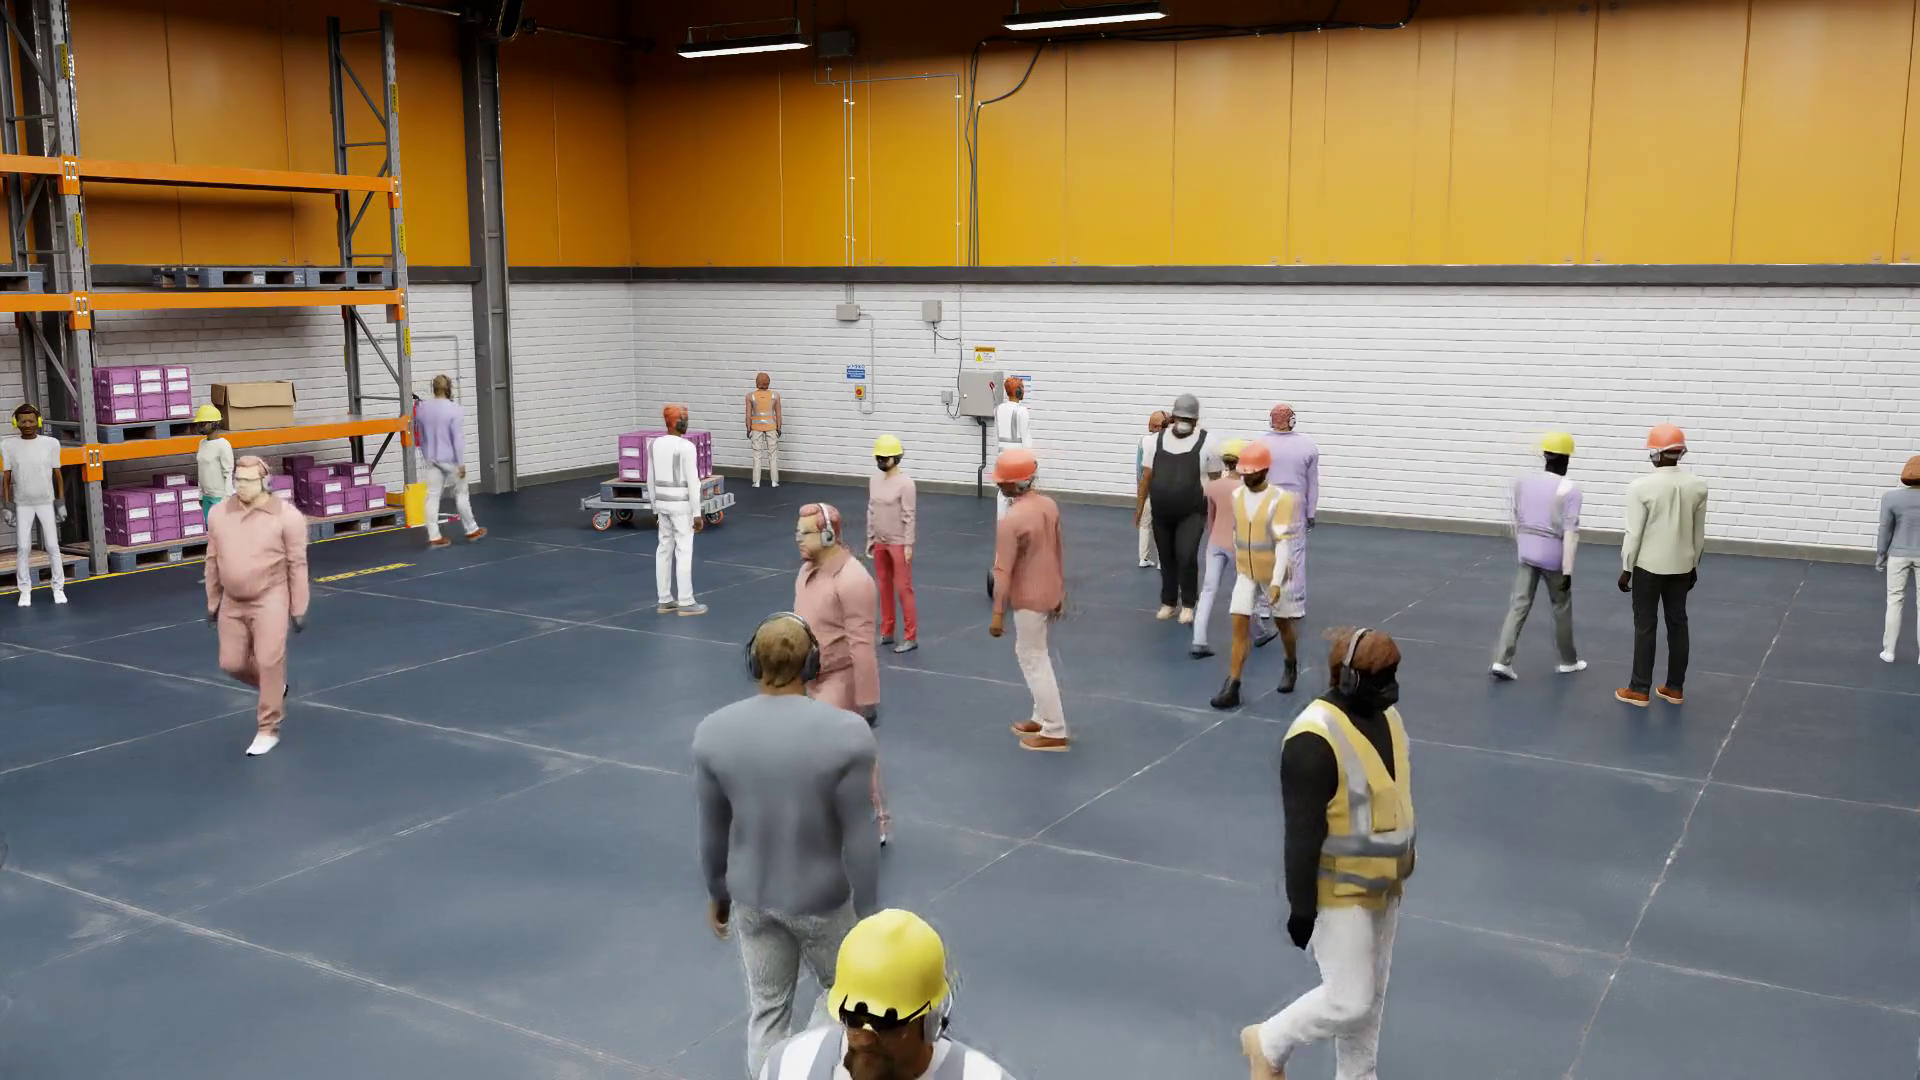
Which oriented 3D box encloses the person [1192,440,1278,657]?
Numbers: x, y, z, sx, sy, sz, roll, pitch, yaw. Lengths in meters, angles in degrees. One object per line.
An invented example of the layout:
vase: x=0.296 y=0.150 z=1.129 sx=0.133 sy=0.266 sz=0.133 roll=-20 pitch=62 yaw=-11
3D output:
person: x=2.173 y=0.060 z=13.237 sx=0.952 sy=1.710 sz=0.539 roll=-8 pitch=12 yaw=-41

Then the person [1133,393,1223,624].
person: x=1.868 y=-0.287 z=14.410 sx=0.703 sy=2.000 sz=0.634 roll=5 pitch=10 yaw=27

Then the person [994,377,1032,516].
person: x=0.611 y=-0.886 z=18.641 sx=0.355 sy=1.884 sz=0.575 roll=-7 pitch=11 yaw=-37

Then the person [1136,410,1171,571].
person: x=2.024 y=-0.506 z=17.031 sx=0.311 sy=1.638 sz=0.523 roll=-9 pitch=12 yaw=-43

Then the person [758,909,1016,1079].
person: x=-0.136 y=1.586 z=3.469 sx=0.590 sy=1.805 sz=0.793 roll=3 pitch=10 yaw=19

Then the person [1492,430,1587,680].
person: x=4.355 y=0.116 z=12.415 sx=0.965 sy=1.886 sz=0.591 roll=-7 pitch=12 yaw=-39

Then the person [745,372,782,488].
person: x=-2.772 y=-1.545 z=23.513 sx=0.518 sy=1.640 sz=0.307 roll=-2 pitch=9 yaw=-10

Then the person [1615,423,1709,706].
person: x=4.913 y=0.175 z=11.664 sx=0.612 sy=1.997 sz=0.376 roll=-2 pitch=9 yaw=-11

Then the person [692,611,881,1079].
person: x=-0.565 y=1.187 z=5.563 sx=0.662 sy=1.924 sz=0.436 roll=2 pitch=9 yaw=14

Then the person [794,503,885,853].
person: x=-0.750 y=0.747 z=8.480 sx=0.908 sy=1.866 sz=0.667 roll=-4 pitch=10 yaw=-26

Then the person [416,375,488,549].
person: x=-5.669 y=-0.885 z=18.549 sx=0.655 sy=1.906 sz=0.900 roll=3 pitch=10 yaw=20

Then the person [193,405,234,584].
person: x=-7.226 y=-0.425 z=16.129 sx=0.522 sy=1.768 sz=0.312 roll=7 pitch=11 yaw=35

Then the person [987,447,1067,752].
person: x=0.441 y=0.383 z=10.497 sx=0.538 sy=1.955 sz=0.651 roll=5 pitch=10 yaw=26

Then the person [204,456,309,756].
person: x=-4.477 y=0.391 z=10.634 sx=0.658 sy=1.892 sz=0.623 roll=1 pitch=9 yaw=7

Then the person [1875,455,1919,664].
person: x=7.404 y=0.153 z=12.932 sx=0.499 sy=1.632 sz=0.285 roll=5 pitch=11 yaw=30

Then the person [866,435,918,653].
person: x=-0.553 y=0.028 z=13.347 sx=0.351 sy=1.757 sz=0.520 roll=-9 pitch=13 yaw=-43

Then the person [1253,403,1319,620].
person: x=2.808 y=-0.247 z=14.599 sx=0.643 sy=1.903 sz=0.399 roll=1 pitch=9 yaw=4

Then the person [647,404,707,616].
person: x=-2.523 y=-0.267 z=14.776 sx=0.584 sy=1.882 sz=0.337 roll=7 pitch=11 yaw=35

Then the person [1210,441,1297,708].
person: x=2.146 y=0.224 z=11.781 sx=0.559 sy=1.882 sz=1.039 roll=8 pitch=12 yaw=41

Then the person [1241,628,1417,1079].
person: x=1.330 y=1.195 z=5.812 sx=0.529 sy=1.828 sz=0.647 roll=8 pitch=12 yaw=41

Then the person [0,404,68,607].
person: x=-8.456 y=-0.320 z=15.199 sx=0.512 sy=1.860 sz=0.318 roll=-5 pitch=10 yaw=-28
